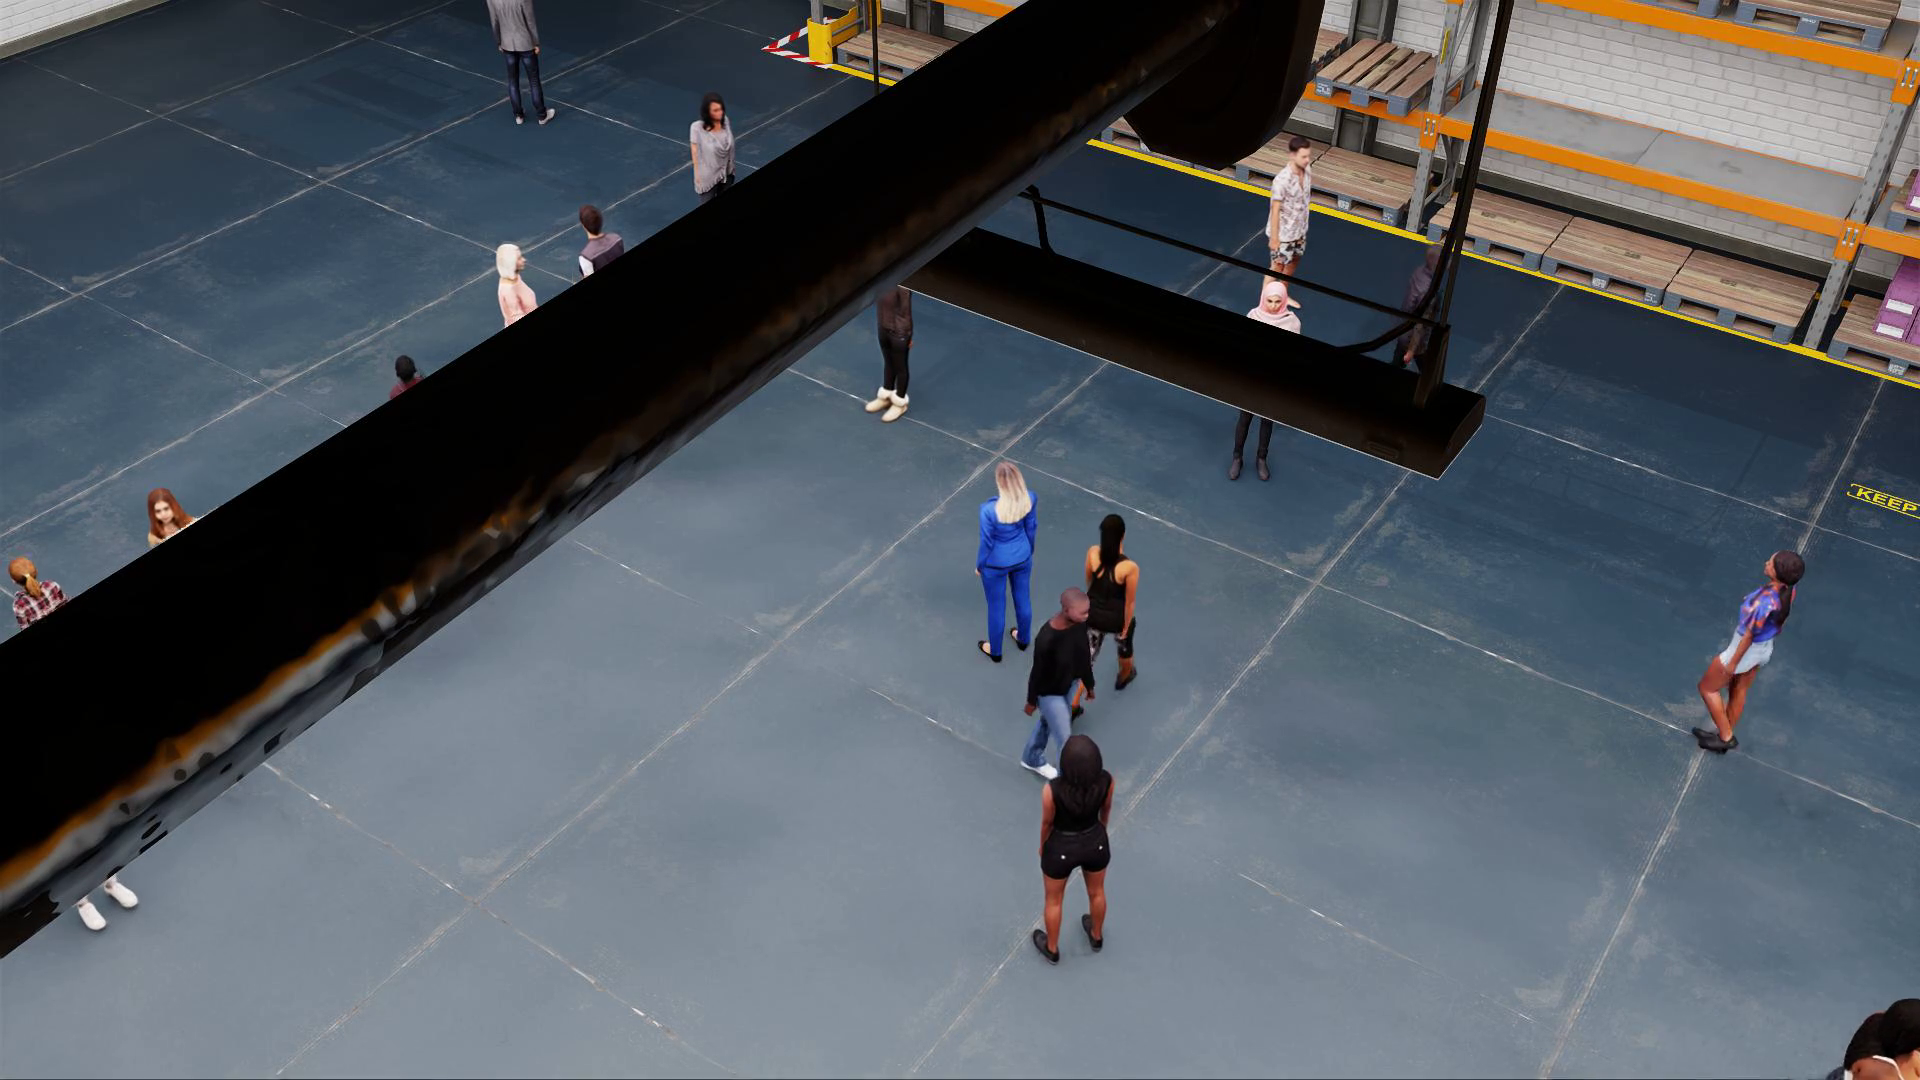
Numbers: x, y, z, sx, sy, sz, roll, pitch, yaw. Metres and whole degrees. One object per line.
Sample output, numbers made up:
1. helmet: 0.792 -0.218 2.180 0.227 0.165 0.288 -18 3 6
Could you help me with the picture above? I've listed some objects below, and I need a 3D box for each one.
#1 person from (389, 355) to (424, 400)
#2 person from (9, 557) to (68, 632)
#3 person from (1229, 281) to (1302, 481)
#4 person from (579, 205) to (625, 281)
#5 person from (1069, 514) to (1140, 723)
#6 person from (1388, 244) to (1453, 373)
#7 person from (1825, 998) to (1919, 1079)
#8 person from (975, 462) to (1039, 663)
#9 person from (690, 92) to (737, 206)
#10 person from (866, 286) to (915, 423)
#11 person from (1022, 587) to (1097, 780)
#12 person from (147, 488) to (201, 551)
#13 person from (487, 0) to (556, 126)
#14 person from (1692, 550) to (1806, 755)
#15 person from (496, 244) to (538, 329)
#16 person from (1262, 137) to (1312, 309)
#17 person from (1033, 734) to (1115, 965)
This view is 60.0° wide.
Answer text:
1. person: -4.404 -0.937 13.610 0.798 1.243 0.943 -14 41 -17
2. person: -6.255 0.681 11.551 0.886 1.284 0.532 23 44 26
3. person: 2.474 -1.302 13.618 0.708 1.804 0.799 2 39 2
4. person: -3.075 -2.083 14.560 0.556 1.849 0.640 22 44 25
5. person: 0.963 0.550 11.429 0.995 1.641 0.719 19 42 22
6. person: 3.781 -1.715 14.139 1.287 1.799 1.101 0 39 0
7. person: 4.424 2.854 8.438 1.047 1.774 0.677 20 43 23
8. person: 0.341 0.155 11.876 0.700 1.700 0.698 -18 42 -21
9. person: -2.489 -3.791 16.889 0.699 1.610 0.731 -28 46 -31
10. person: -0.561 -1.834 14.394 0.641 1.667 0.699 9 39 11
11. person: 0.562 0.936 10.884 0.948 1.718 0.661 28 46 31
12. person: -5.359 0.279 11.718 0.760 1.705 0.819 -11 40 -13
13. person: -5.056 -5.684 19.048 0.723 1.874 0.840 3 39 4
14. person: 5.301 0.803 11.038 0.667 1.734 0.681 -28 46 -30
15. person: -3.756 -1.757 14.252 0.737 1.724 0.664 -8 39 -10
16. person: 3.085 -2.977 15.712 0.625 1.808 0.715 31 48 33
17. person: 0.678 1.812 9.773 0.673 1.735 0.706 -12 40 -14
